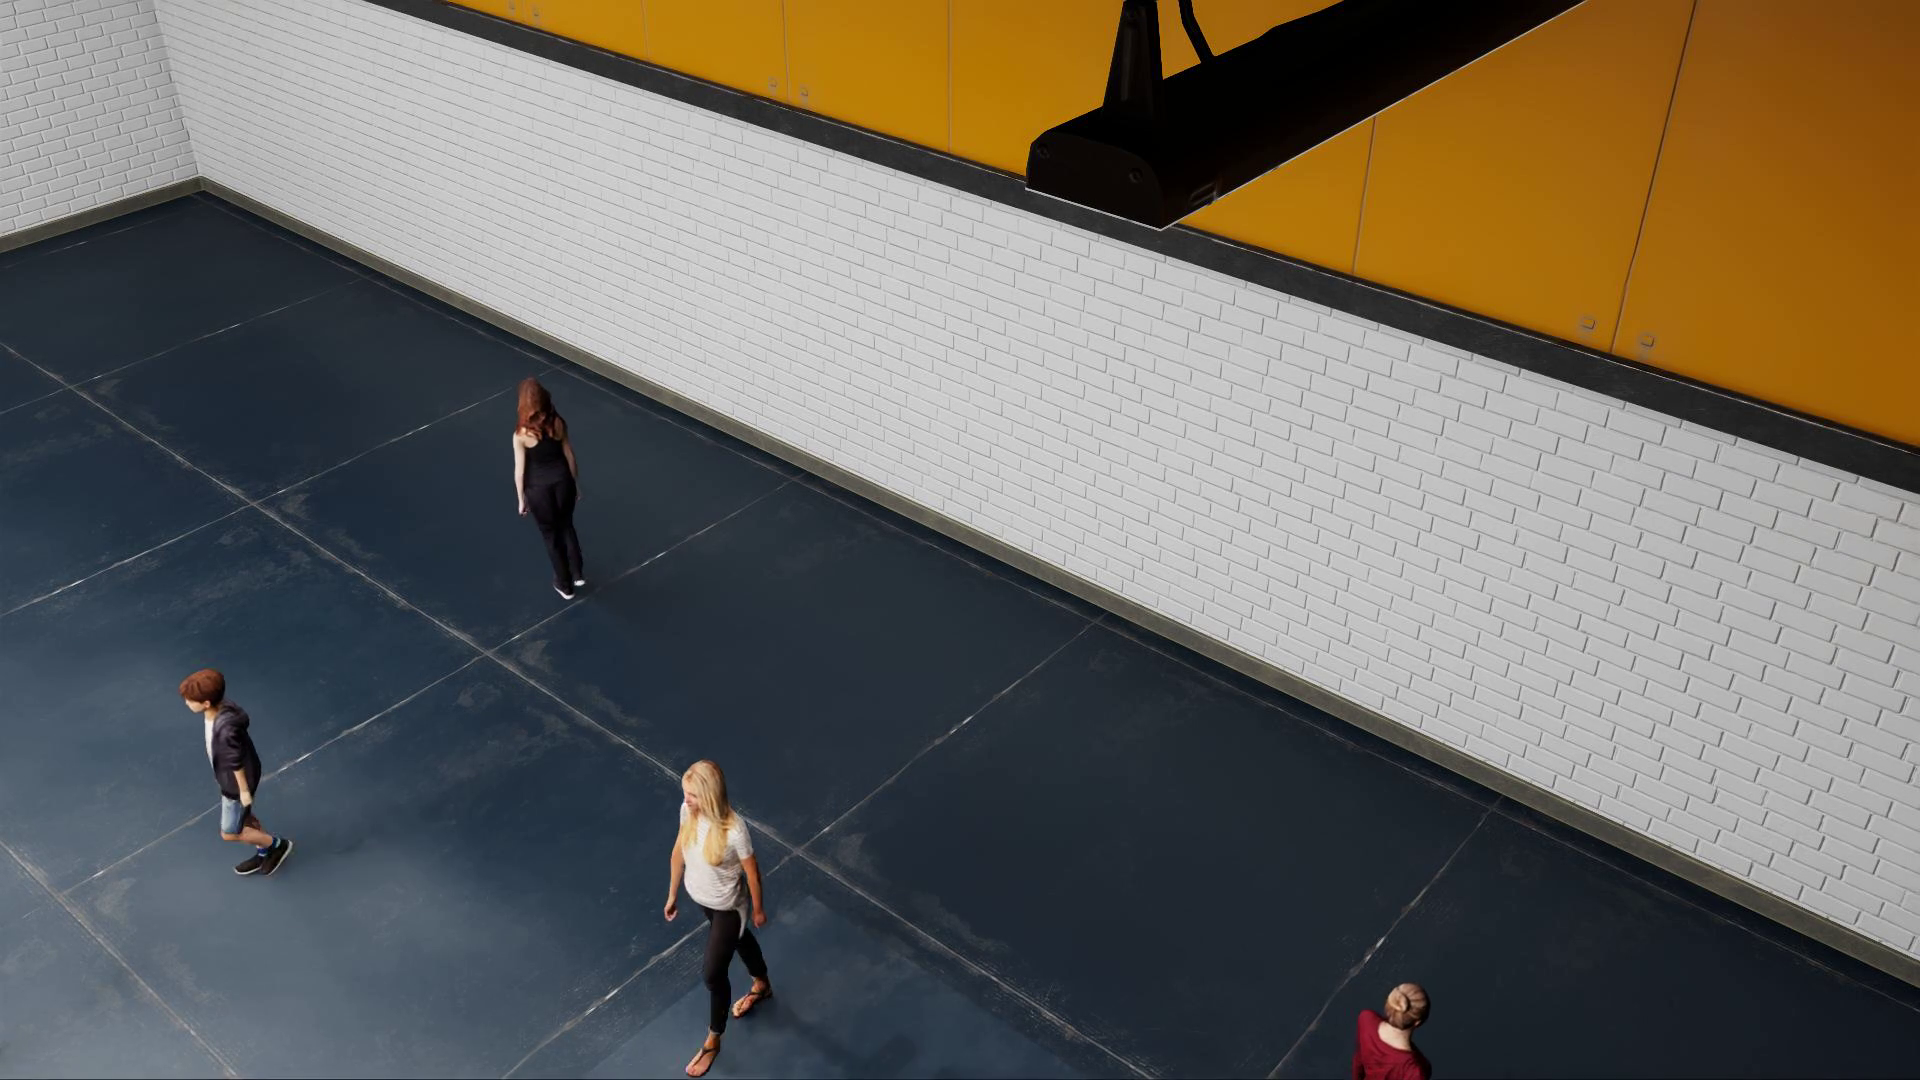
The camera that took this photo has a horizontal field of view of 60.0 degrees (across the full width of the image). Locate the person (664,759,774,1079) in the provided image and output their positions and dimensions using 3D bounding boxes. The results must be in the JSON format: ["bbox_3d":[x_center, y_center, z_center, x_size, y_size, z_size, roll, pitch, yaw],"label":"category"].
[{"bbox_3d":[-1.127,1.761,8.377,0.592,1.801,0.896,27,42,34],"label":"person"}]

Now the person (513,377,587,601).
[{"bbox_3d":[-2.803,-0.304,11.539,0.656,1.742,0.731,-22,40,-30],"label":"person"}]

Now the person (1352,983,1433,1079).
[{"bbox_3d":[1.850,2.554,7.281,0.748,1.694,0.741,-14,36,-19],"label":"person"}]

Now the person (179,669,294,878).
[{"bbox_3d":[-4.027,1.318,9.377,0.643,1.433,0.613,-20,39,-28],"label":"person"}]
